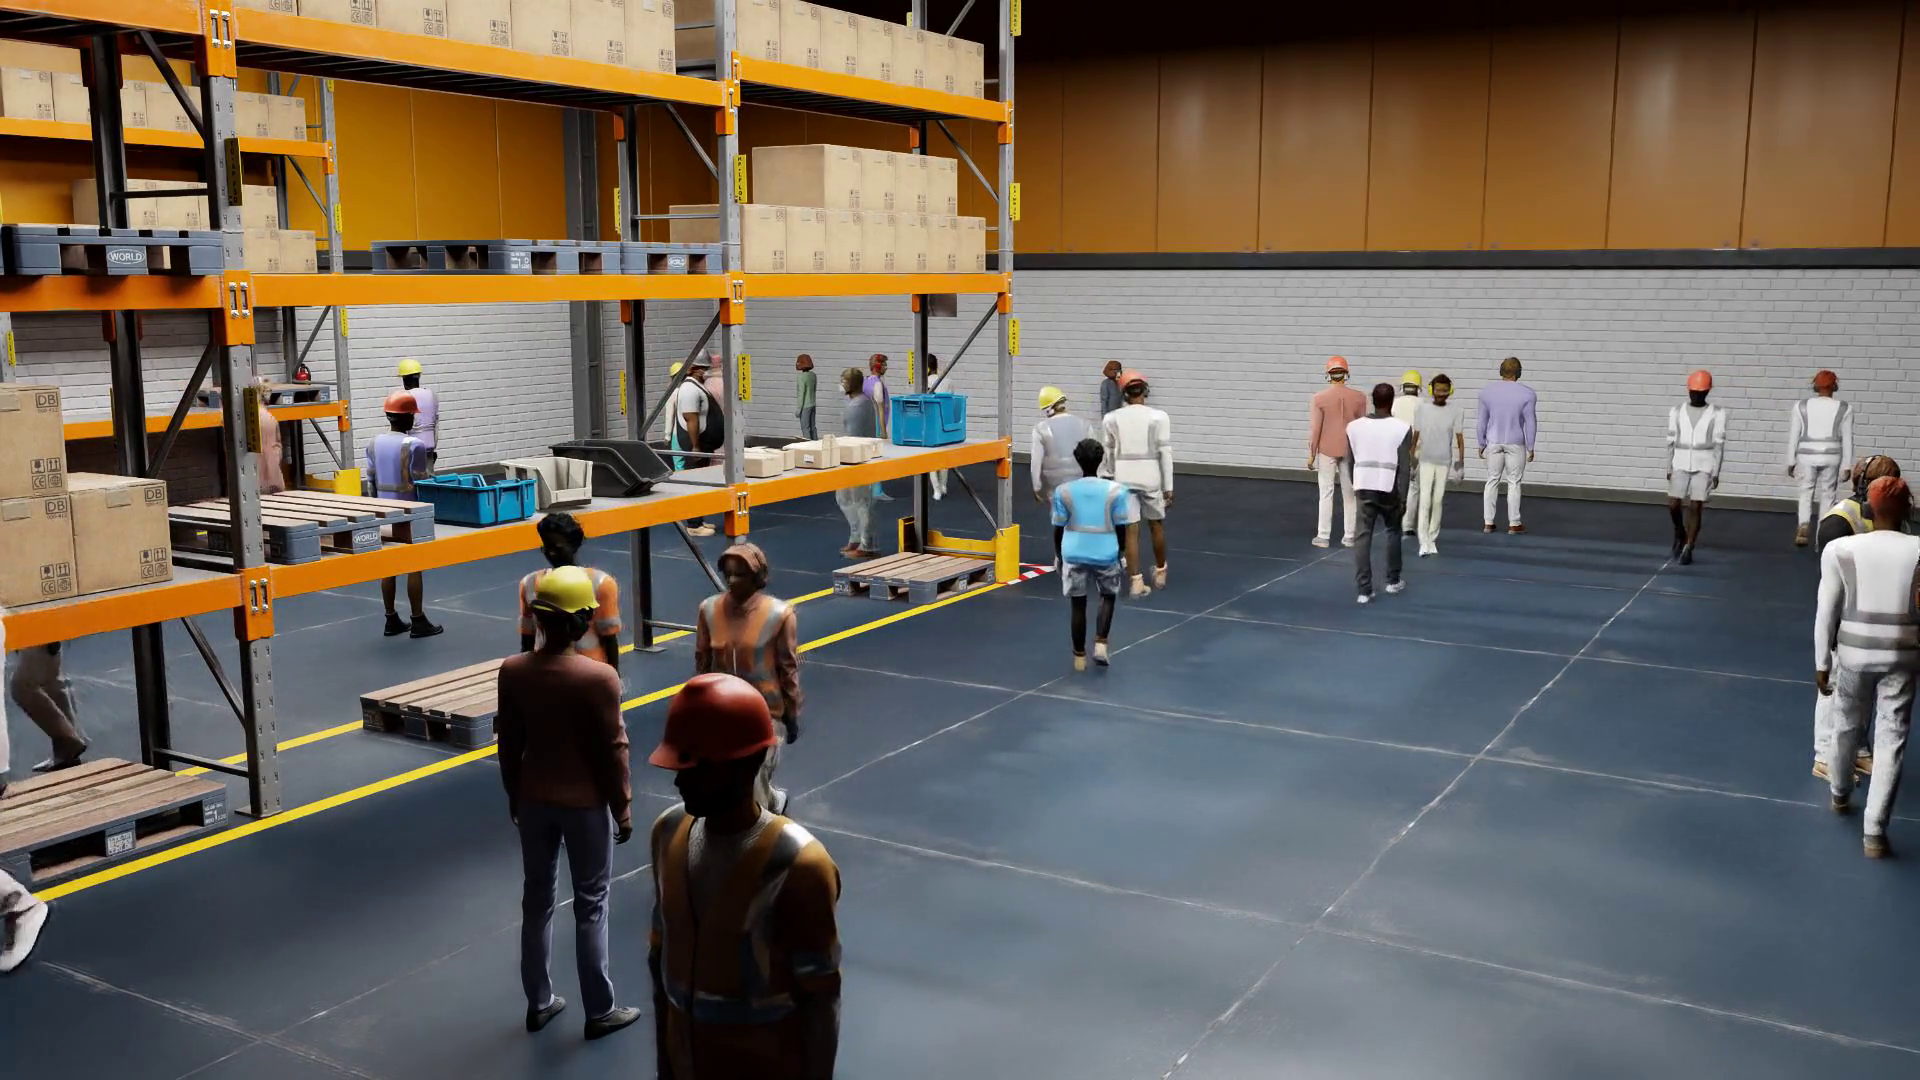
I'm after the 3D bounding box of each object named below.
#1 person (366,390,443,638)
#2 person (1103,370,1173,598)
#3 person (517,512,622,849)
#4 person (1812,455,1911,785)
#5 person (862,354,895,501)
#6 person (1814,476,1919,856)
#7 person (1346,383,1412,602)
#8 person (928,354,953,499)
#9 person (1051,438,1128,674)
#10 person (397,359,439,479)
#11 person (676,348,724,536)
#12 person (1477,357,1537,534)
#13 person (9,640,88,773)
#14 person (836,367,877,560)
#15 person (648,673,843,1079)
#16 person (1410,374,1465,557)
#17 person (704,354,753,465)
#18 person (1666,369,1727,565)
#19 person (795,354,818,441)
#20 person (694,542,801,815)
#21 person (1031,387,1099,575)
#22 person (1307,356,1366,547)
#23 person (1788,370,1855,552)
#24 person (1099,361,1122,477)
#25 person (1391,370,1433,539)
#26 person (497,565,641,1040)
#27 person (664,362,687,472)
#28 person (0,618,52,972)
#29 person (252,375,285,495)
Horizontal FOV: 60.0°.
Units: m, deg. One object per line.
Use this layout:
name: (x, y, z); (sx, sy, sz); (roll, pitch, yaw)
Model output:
person: (-4.338, -0.202, 13.003); (0.551, 1.935, 0.371); (4, 10, 21)
person: (1.604, -0.511, 14.791); (0.646, 1.980, 0.881); (2, 9, 15)
person: (-1.930, 0.681, 8.283); (0.542, 1.678, 0.433); (2, 9, 12)
person: (5.050, 0.441, 9.287); (0.636, 1.842, 0.429); (-5, 10, -30)
person: (-1.055, -1.403, 20.788); (0.389, 1.846, 0.567); (-3, 10, -19)
person: (4.637, 0.591, 8.374); (0.598, 1.832, 0.986); (5, 11, 30)
person: (3.686, -0.427, 14.611); (0.589, 1.874, 0.926); (5, 10, 27)
person: (-0.312, -1.444, 21.116); (0.560, 1.822, 0.750); (-1, 9, -6)
person: (0.919, 0.114, 11.807); (0.549, 1.681, 0.379); (1, 9, 8)
person: (-5.872, -0.993, 17.975); (0.365, 1.927, 0.587); (4, 10, 25)
person: (-2.808, -1.072, 18.110); (0.535, 2.000, 0.684); (-1, 9, -5)
person: (5.967, -1.031, 18.171); (0.635, 1.937, 0.352); (6, 11, 34)
person: (-5.253, 0.526, 9.449); (0.402, 1.614, 0.547); (-6, 11, -32)
person: (-1.076, -0.749, 16.462); (0.545, 1.921, 0.660); (1, 9, 4)
person: (-0.532, 1.255, 3.906); (0.547, 1.938, 0.379); (6, 11, 35)
person: (4.768, -0.729, 16.617); (0.539, 1.827, 0.892); (2, 9, 10)
person: (-2.820, -1.262, 19.809); (0.572, 1.881, 0.756); (-7, 12, -38)
person: (7.154, -0.707, 16.213); (0.539, 1.920, 0.447); (6, 11, 35)
person: (-2.315, -1.971, 24.986); (0.278, 1.634, 0.498); (4, 10, 23)
person: (-0.964, 0.788, 7.821); (0.516, 1.606, 0.706); (3, 10, 20)
person: (0.952, -0.554, 15.690); (0.657, 1.779, 0.712); (-3, 9, -17)
person: (3.908, -0.911, 17.280); (0.610, 1.985, 0.392); (-1, 9, -6)
person: (8.734, -0.791, 16.888); (0.601, 1.869, 0.522); (6, 11, 33)
person: (2.129, -1.700, 23.316); (0.277, 1.629, 0.503); (6, 11, 33)
person: (4.879, -0.927, 17.952); (0.595, 1.805, 0.724); (5, 11, 31)
person: (-1.458, 0.972, 6.213); (0.533, 1.767, 0.325); (3, 10, 19)
person: (-3.397, -1.287, 20.336); (0.326, 1.760, 0.524); (9, 13, 44)
person: (-4.039, 0.850, 6.596); (0.642, 1.891, 0.438); (6, 11, 33)
person: (-6.653, -0.616, 15.746); (0.664, 1.886, 0.663); (6, 11, 32)
